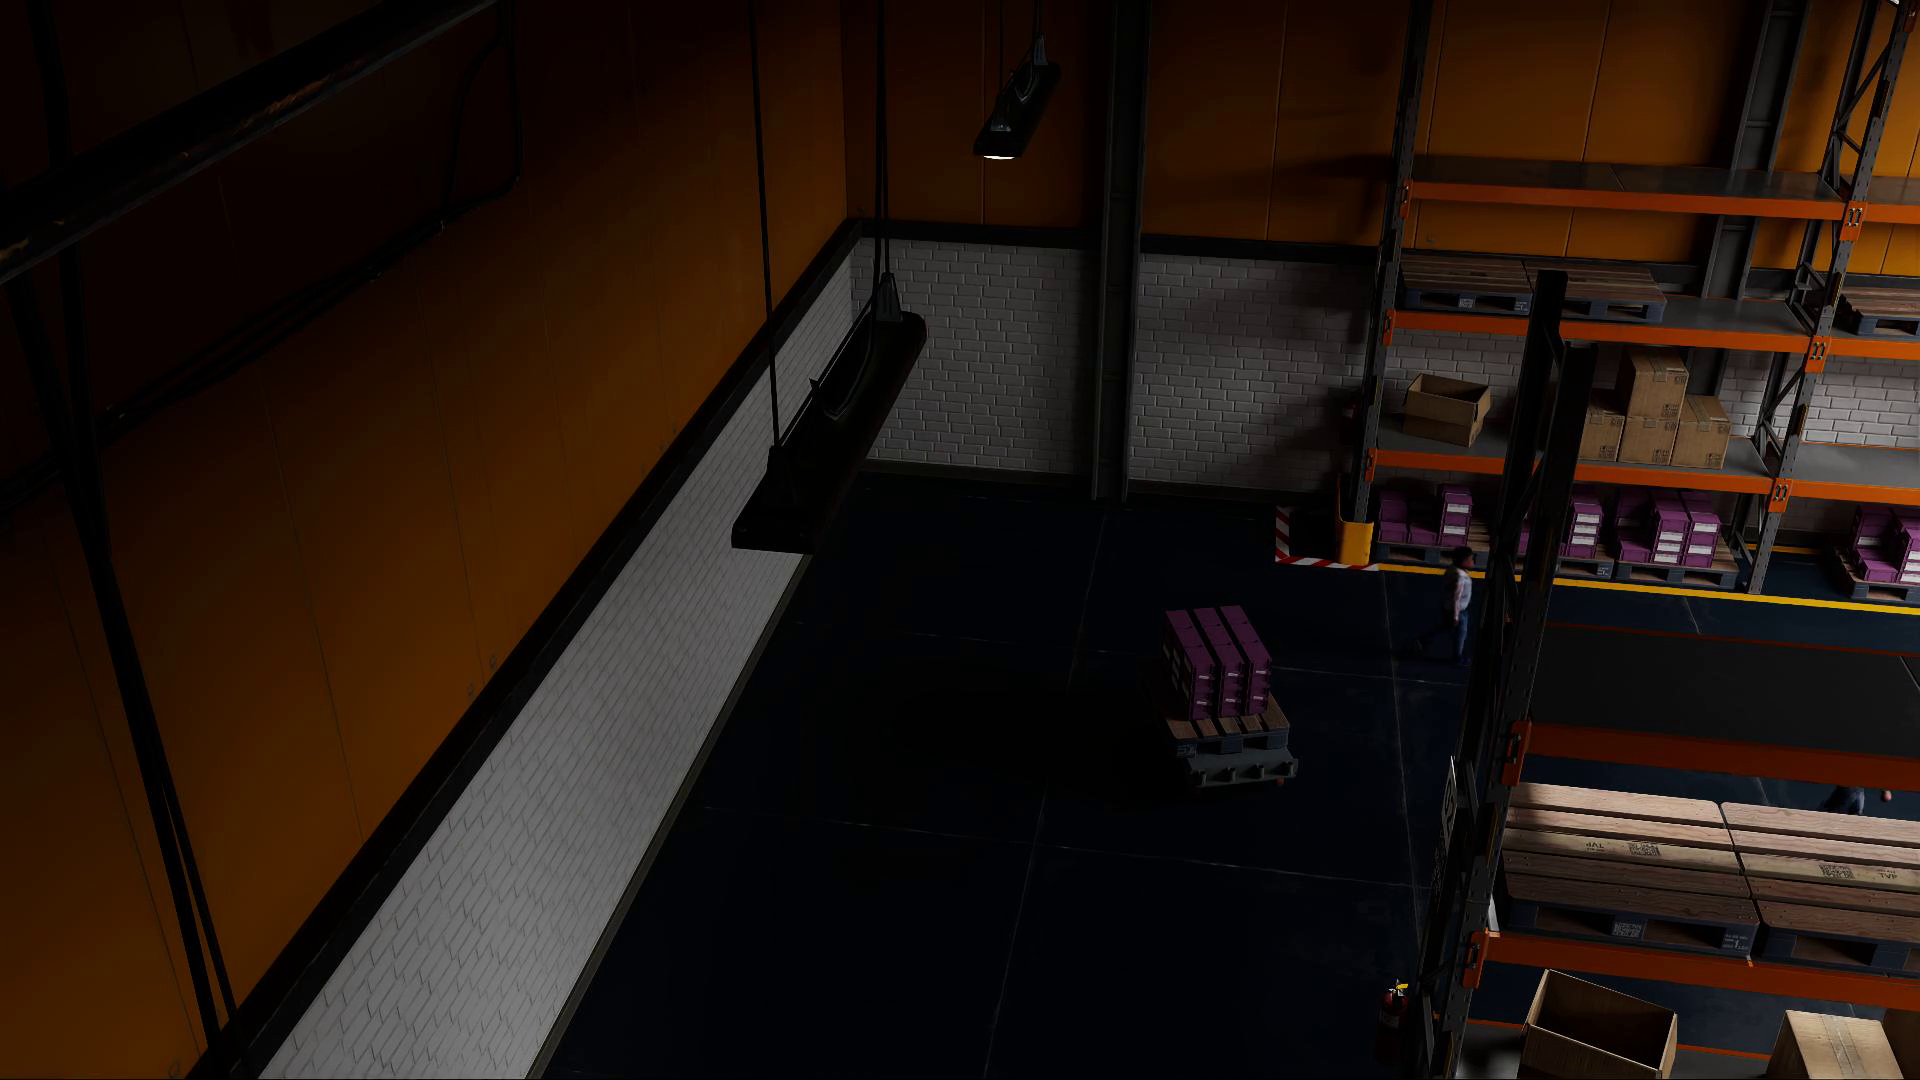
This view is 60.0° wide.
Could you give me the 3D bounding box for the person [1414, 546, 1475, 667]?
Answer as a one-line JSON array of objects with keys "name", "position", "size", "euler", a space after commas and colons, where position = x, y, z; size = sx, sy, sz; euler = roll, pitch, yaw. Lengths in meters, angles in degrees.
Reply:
[{"name": "person", "position": [4.591, 0.604, 15.599], "size": [0.791, 1.245, 0.521], "euler": [3, 29, 6]}]
